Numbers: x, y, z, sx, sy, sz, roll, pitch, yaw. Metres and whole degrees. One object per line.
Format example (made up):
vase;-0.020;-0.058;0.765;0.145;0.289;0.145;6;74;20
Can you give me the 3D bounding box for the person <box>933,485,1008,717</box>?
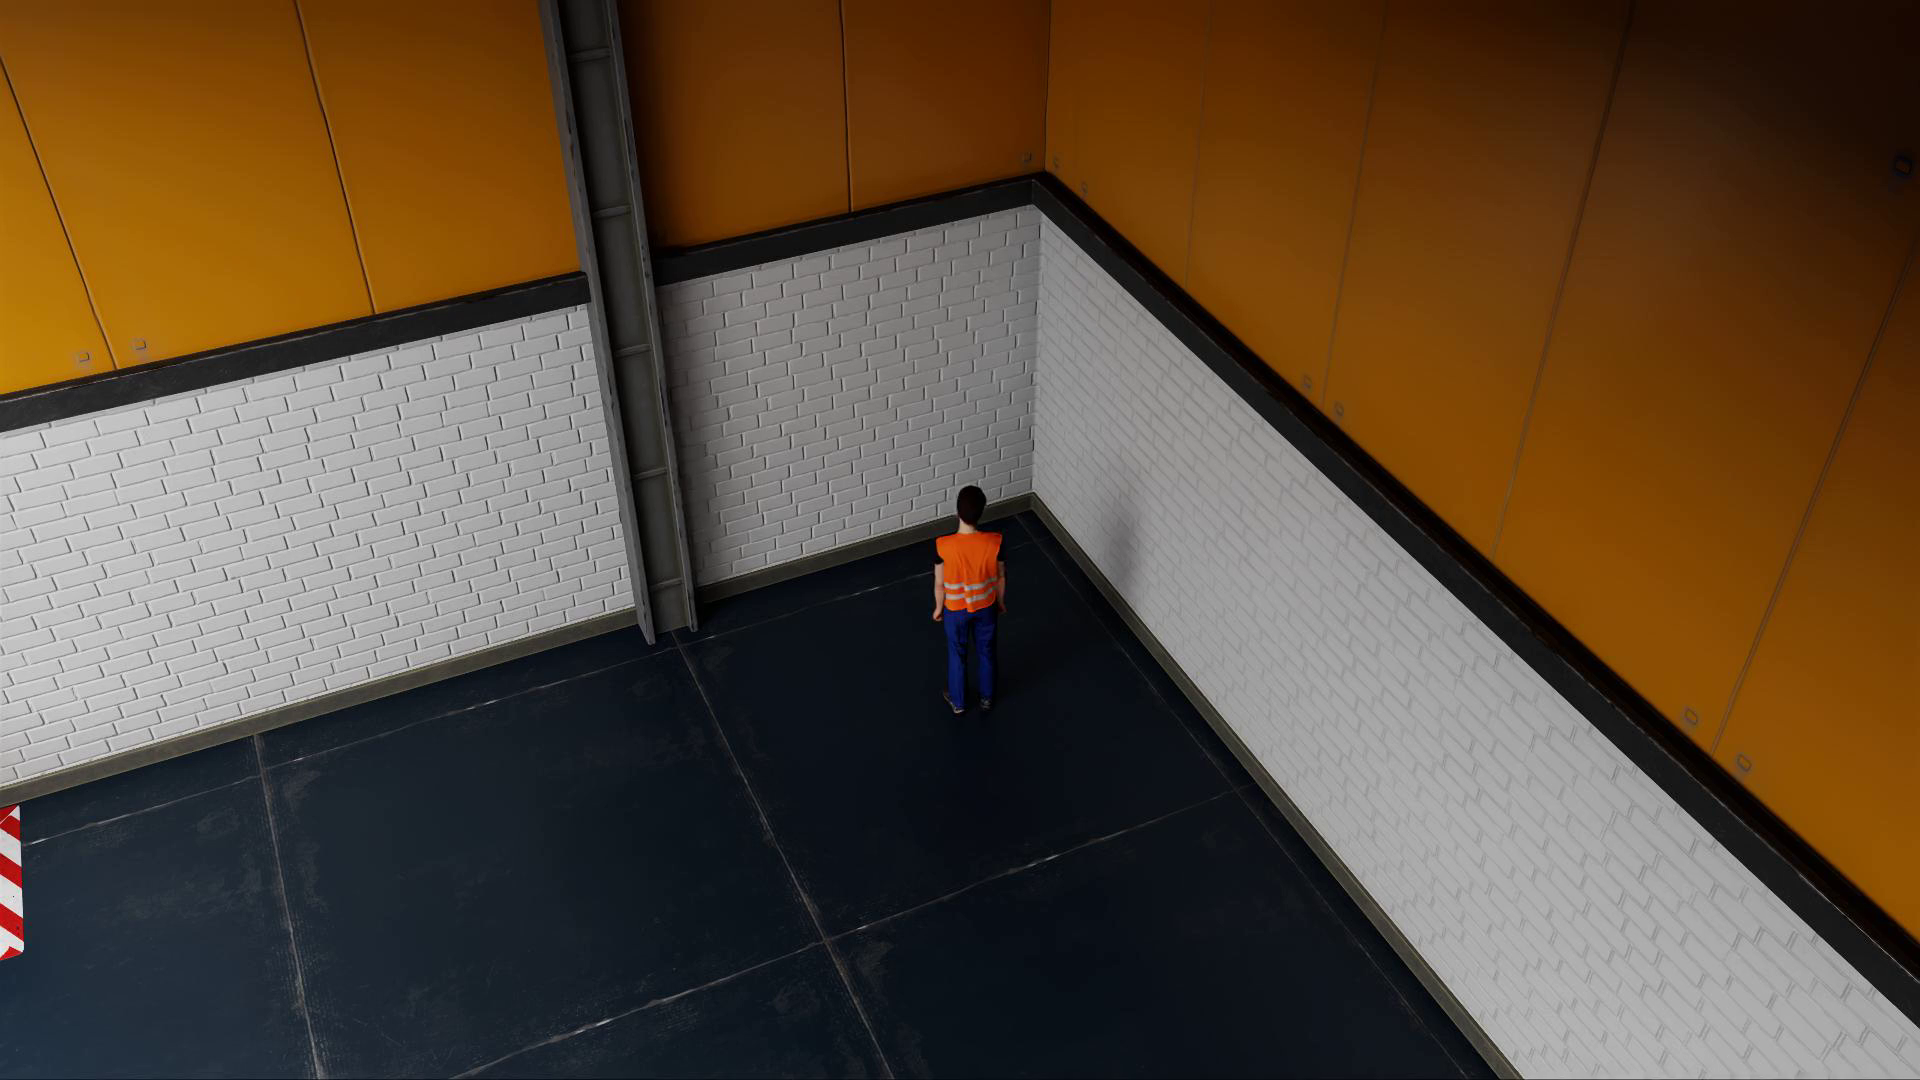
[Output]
person;0.074;0.437;11.405;0.651;1.888;0.796;-7;39;-8
